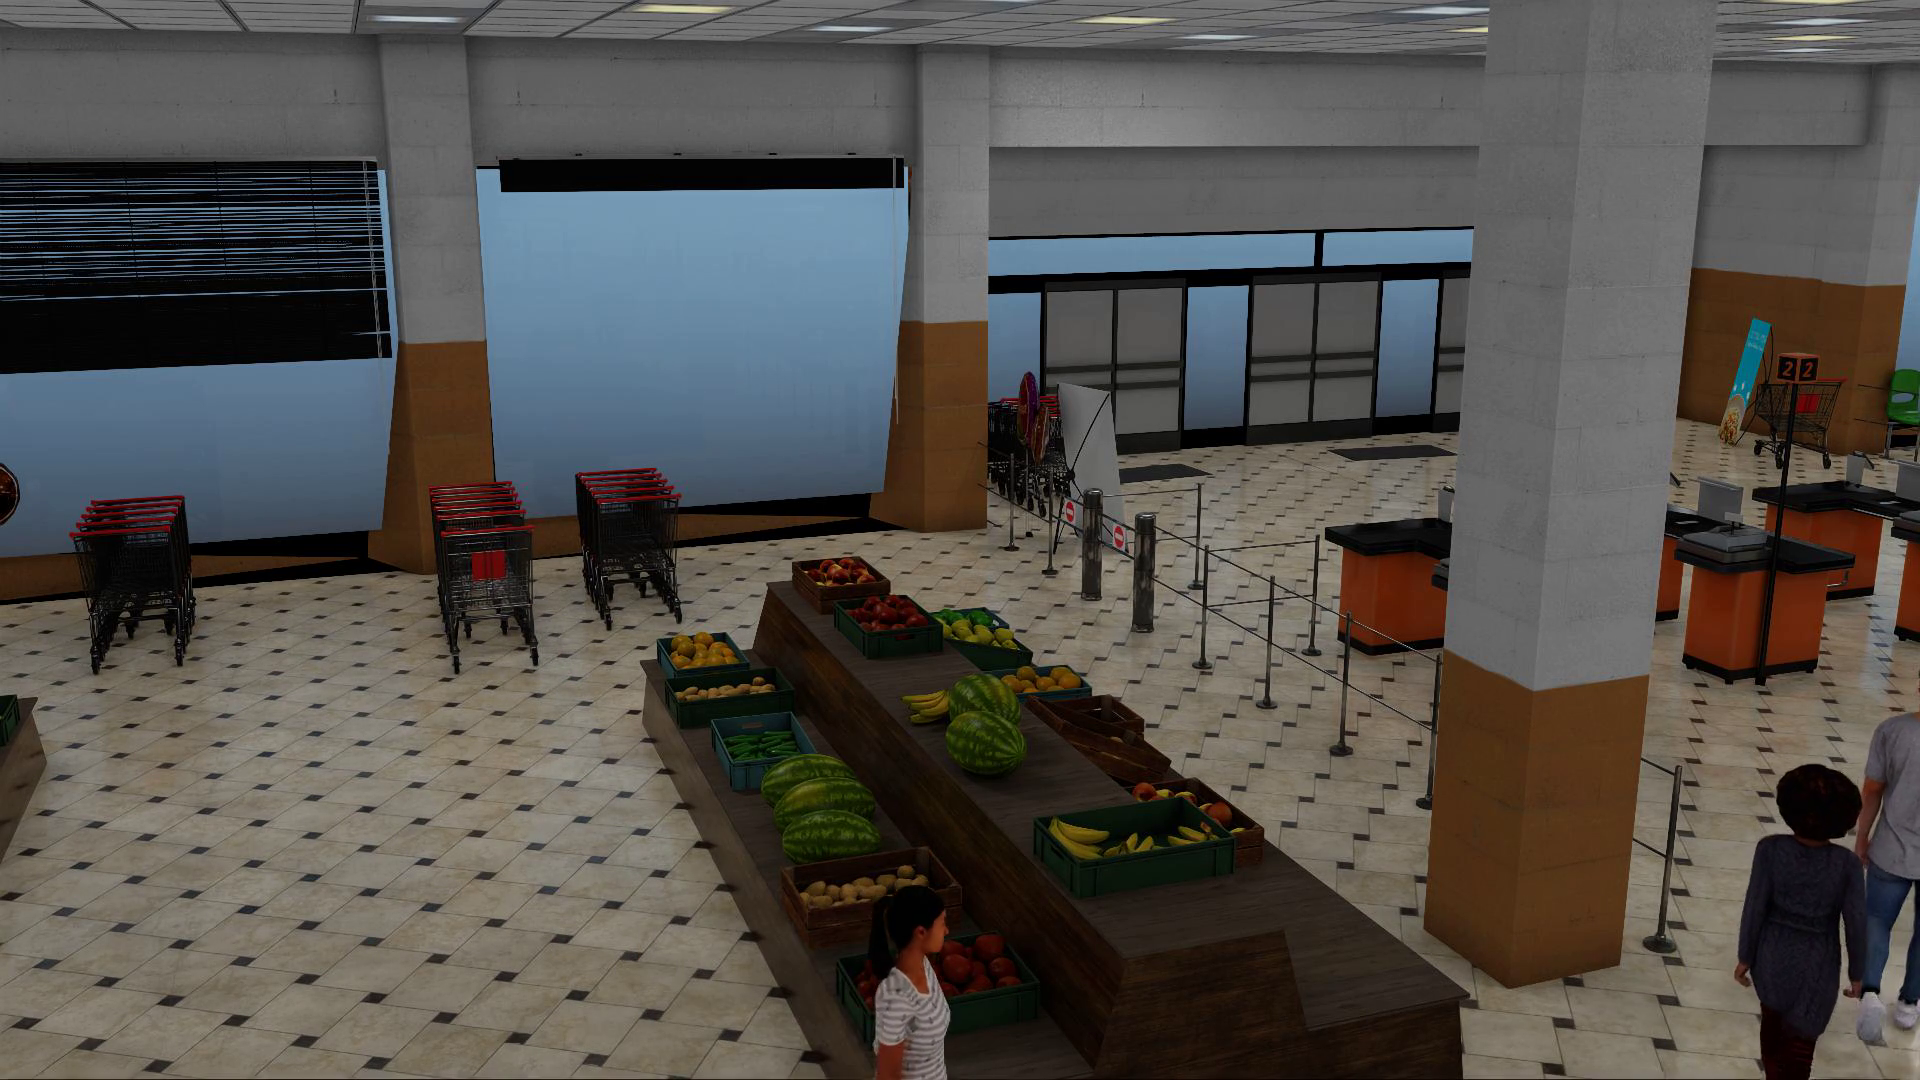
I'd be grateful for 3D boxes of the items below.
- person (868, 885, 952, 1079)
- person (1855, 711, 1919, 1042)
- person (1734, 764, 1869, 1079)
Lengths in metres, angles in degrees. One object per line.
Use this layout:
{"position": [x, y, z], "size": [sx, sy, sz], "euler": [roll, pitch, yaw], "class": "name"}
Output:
{"position": [-0.259, 1.985, 5.774], "size": [0.758, 1.621, 0.650], "euler": [3, 14, 11], "class": "person"}
{"position": [4.358, 1.423, 7.562], "size": [1.081, 1.870, 1.100], "euler": [8, 16, 30], "class": "person"}
{"position": [3.292, 1.761, 6.588], "size": [1.113, 1.671, 1.044], "euler": [11, 17, 37], "class": "person"}
